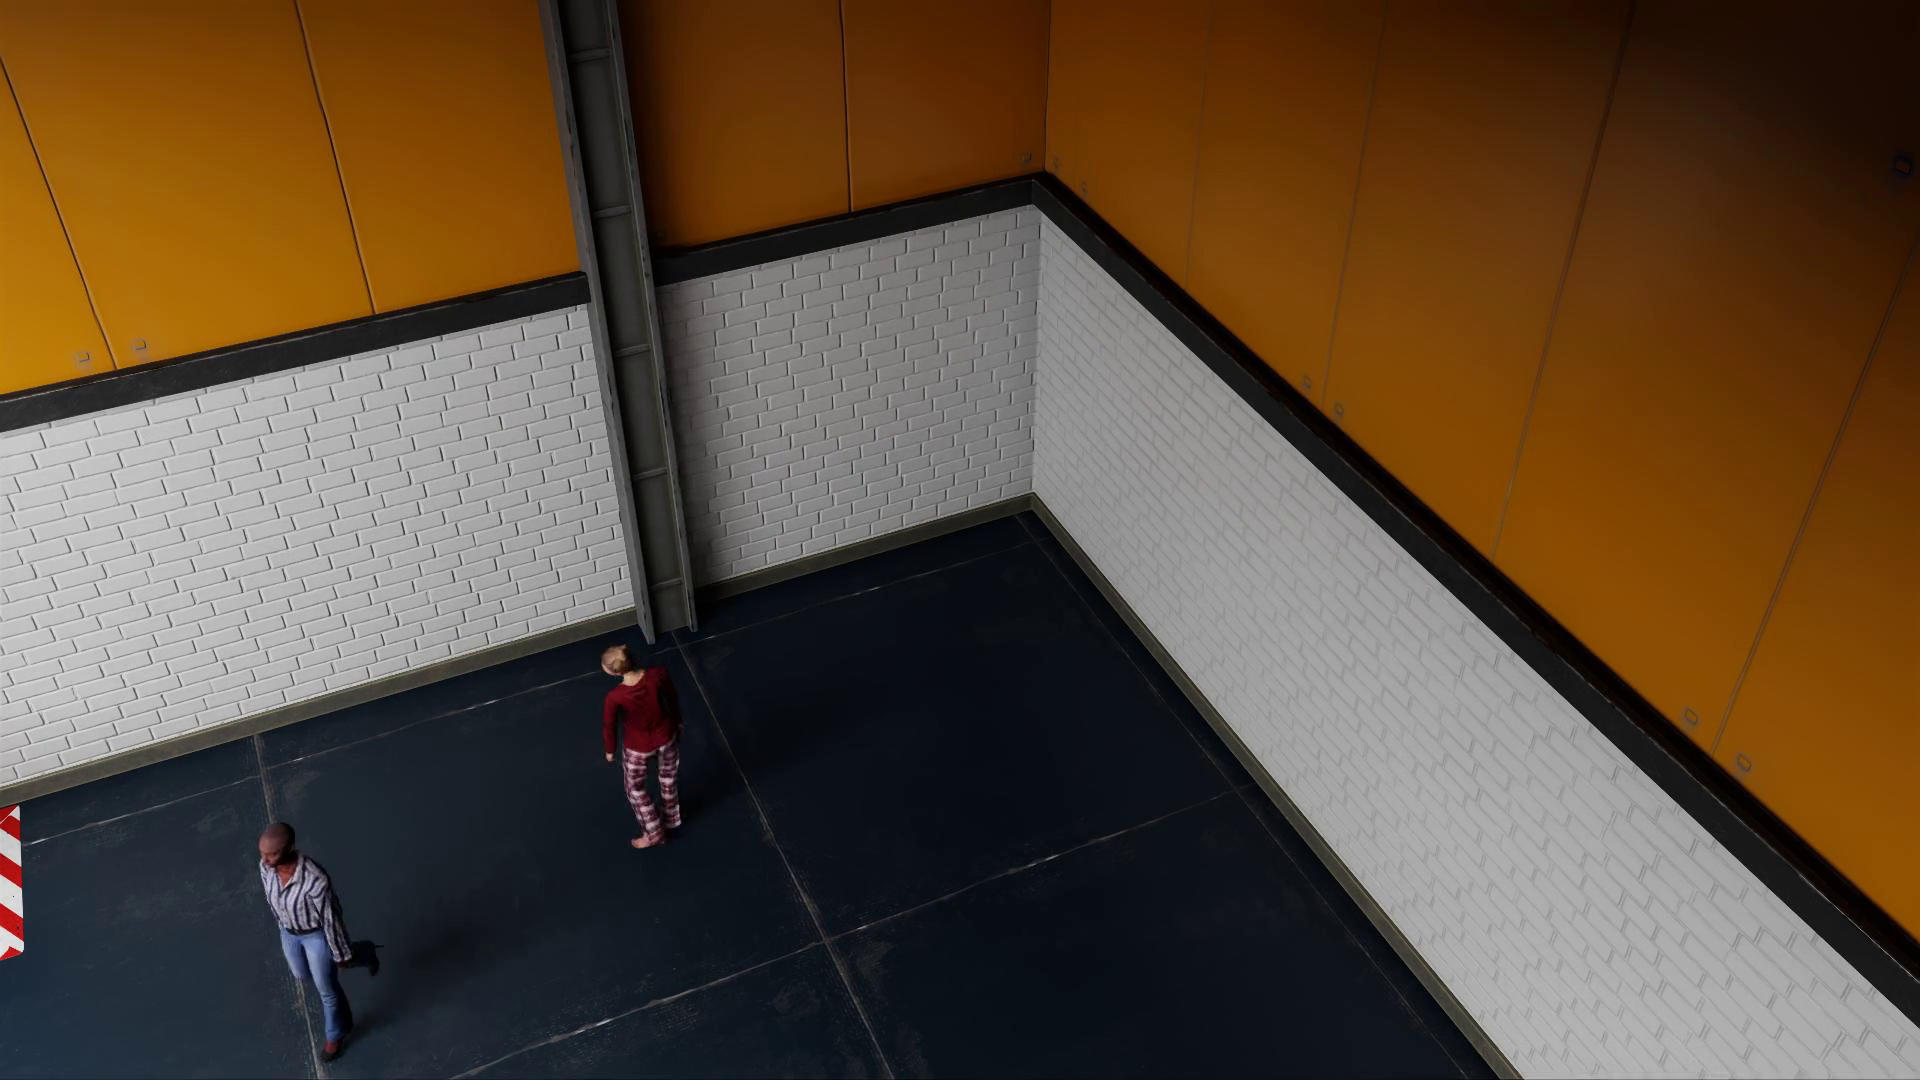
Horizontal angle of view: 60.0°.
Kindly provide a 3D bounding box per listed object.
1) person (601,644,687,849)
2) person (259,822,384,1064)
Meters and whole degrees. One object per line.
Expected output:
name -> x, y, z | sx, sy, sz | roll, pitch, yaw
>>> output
person -> -1.945, 1.242, 10.560 | 0.552, 1.685, 0.779 | -13, 40, -16
person -> -3.572, 2.166, 9.330 | 0.946, 1.777, 1.022 | 15, 41, 18
